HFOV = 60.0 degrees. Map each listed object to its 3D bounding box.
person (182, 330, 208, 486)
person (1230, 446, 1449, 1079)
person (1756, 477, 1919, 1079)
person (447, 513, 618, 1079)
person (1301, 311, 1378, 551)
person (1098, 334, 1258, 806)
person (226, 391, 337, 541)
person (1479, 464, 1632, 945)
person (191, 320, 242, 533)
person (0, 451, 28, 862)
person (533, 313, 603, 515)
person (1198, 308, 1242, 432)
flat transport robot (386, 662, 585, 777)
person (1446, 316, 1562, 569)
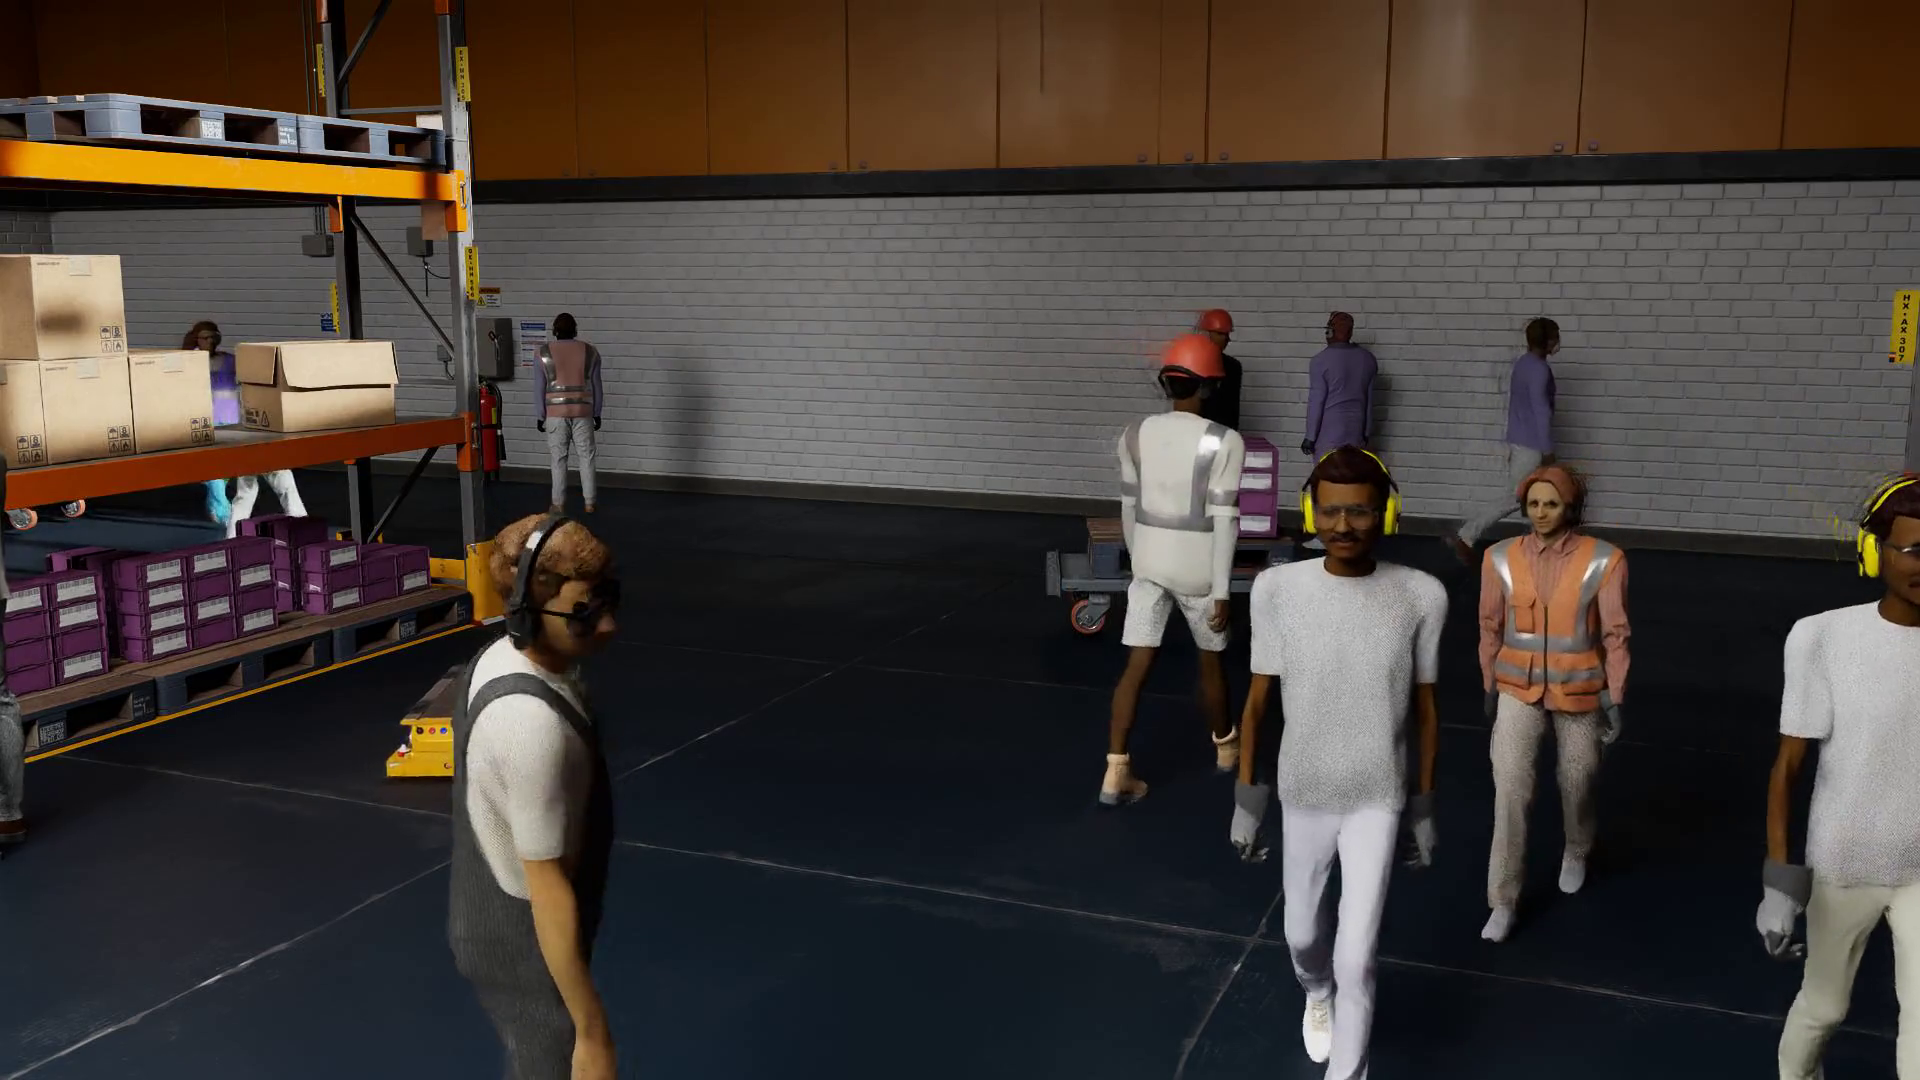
[{"bbox_3d":[-7.854,-1.347,17.086,0.558,1.608,0.361,-9,13,-43],"label":"person"},{"bbox_3d":[0.985,0.649,4.348,0.518,1.842,0.860,3,10,15],"label":"person"},{"bbox_3d":[2.106,0.752,3.800,0.554,1.814,0.989,2,10,15],"label":"person"},{"bbox_3d":[-0.834,0.848,3.219,0.426,1.814,0.594,-4,10,-24],"label":"person"},{"bbox_3d":[3.000,-0.864,13.280,0.639,1.911,0.406,-5,10,-26],"label":"person"},{"bbox_3d":[0.945,0.113,7.146,0.625,1.984,1.098,7,12,36],"label":"person"},{"bbox_3d":[-5.222,-0.636,12.597,0.527,1.667,0.922,6,11,33],"label":"person"},{"bbox_3d":[2.062,0.525,5.783,0.521,1.603,0.831,5,11,29],"label":"person"},{"bbox_3d":[-6.470,-0.998,14.394,0.881,1.817,0.578,9,13,44],"label":"person"},{"bbox_3d":[-3.813,0.272,6.302,0.364,1.939,0.636,-1,9,-7],"label":"person"},{"bbox_3d":[-3.577,-1.147,15.200,0.626,1.844,0.429,-4,10,-23],"label":"person"},{"bbox_3d":[1.878,-0.819,12.881,0.613,1.958,0.956,-4,10,-20],"label":"person"},{"bbox_3d":[-2.230,0.830,7.965,0.652,0.197,1.431,-1,9,-4],"label":"flat transport robot"},{"bbox_3d":[4.142,-0.701,12.316,0.941,1.912,0.629,2,10,15],"label":"person"}]
